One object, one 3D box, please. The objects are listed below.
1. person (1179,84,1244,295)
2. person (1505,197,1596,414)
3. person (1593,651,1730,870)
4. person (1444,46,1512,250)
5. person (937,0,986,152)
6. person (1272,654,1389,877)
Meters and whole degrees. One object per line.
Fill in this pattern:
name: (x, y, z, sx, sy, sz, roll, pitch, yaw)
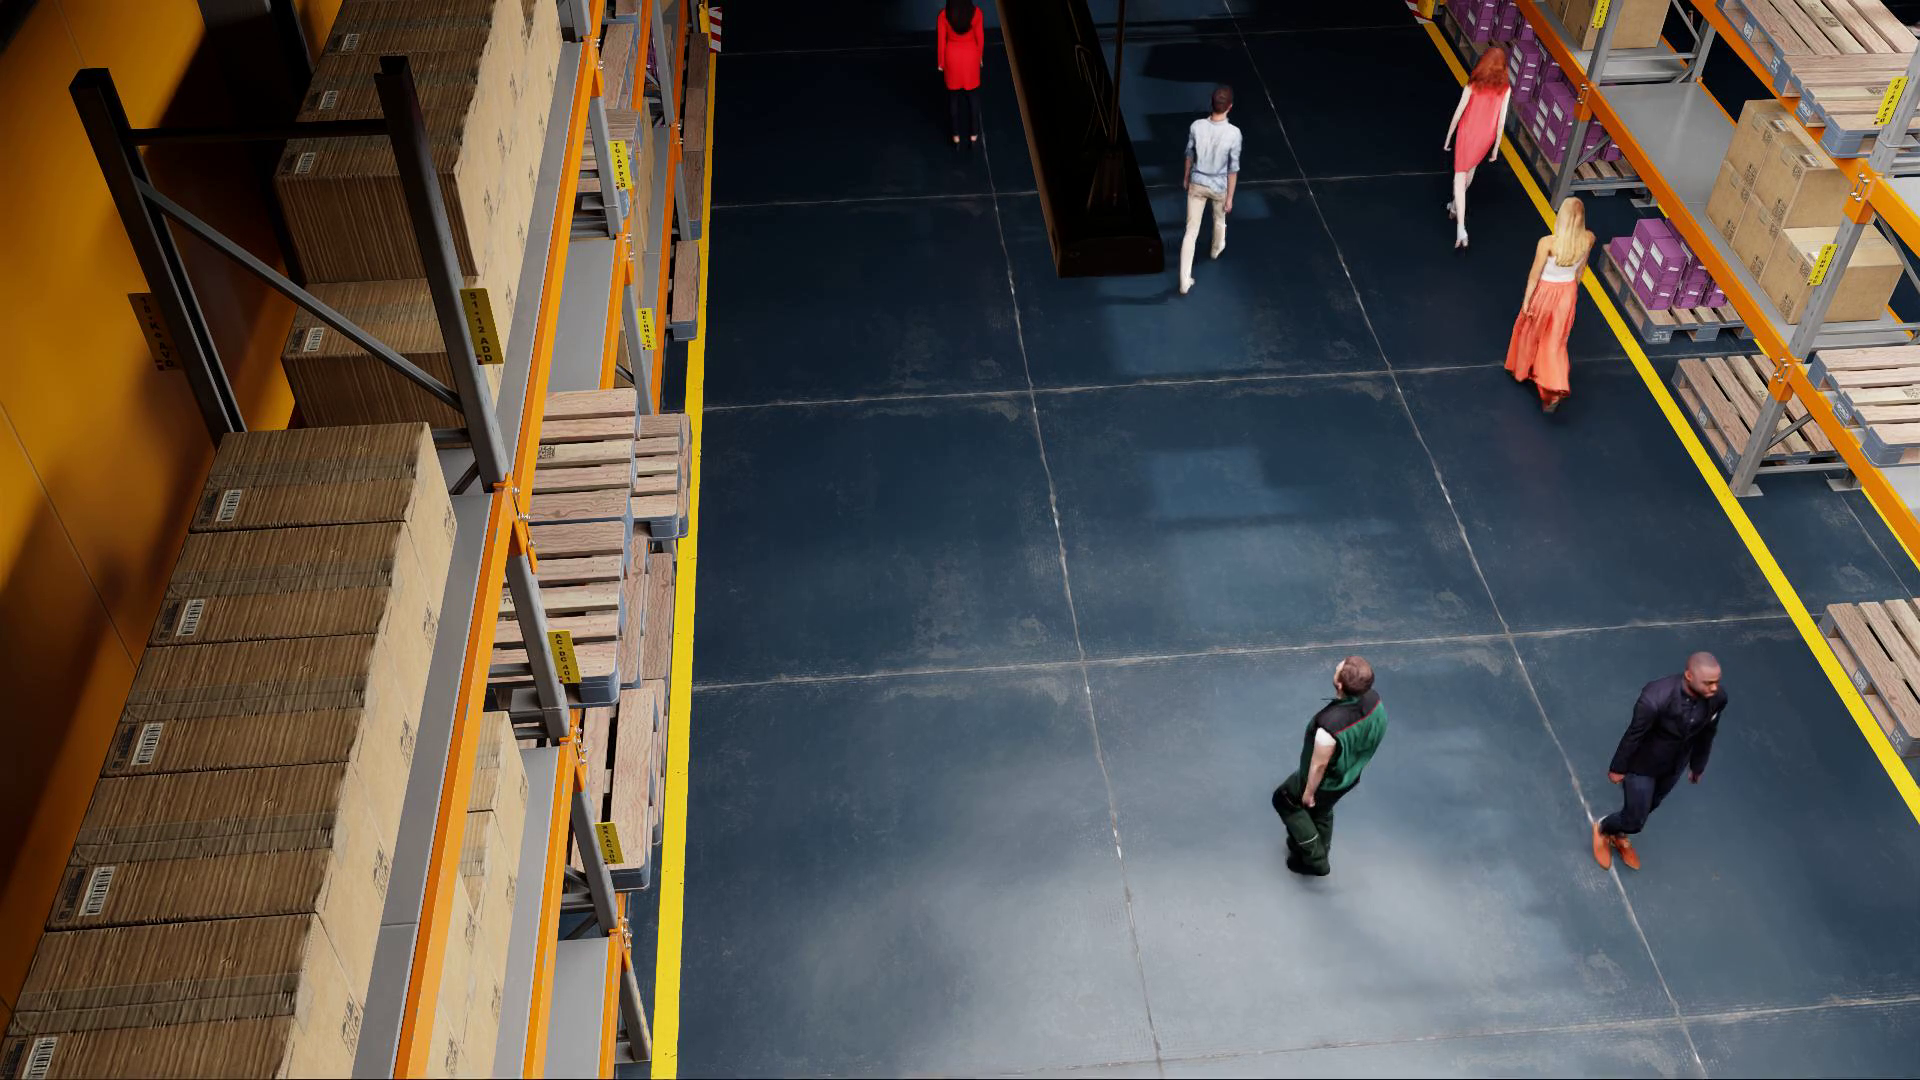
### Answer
person: (2.072, -2.930, 14.082, 1.044, 1.800, 1.301, 17, 46, 17)
person: (4.629, -1.799, 12.911, 0.658, 1.778, 1.088, -1, 44, -2)
person: (4.013, 1.233, 9.709, 0.763, 1.806, 0.720, -10, 45, -10)
person: (4.514, -3.404, 14.589, 0.675, 1.788, 1.171, 0, 44, 0)
person: (0.018, -4.514, 15.783, 0.605, 1.747, 0.601, -4, 44, -5)
person: (2.162, 1.373, 9.546, 0.798, 1.827, 0.840, -28, 50, -26)
